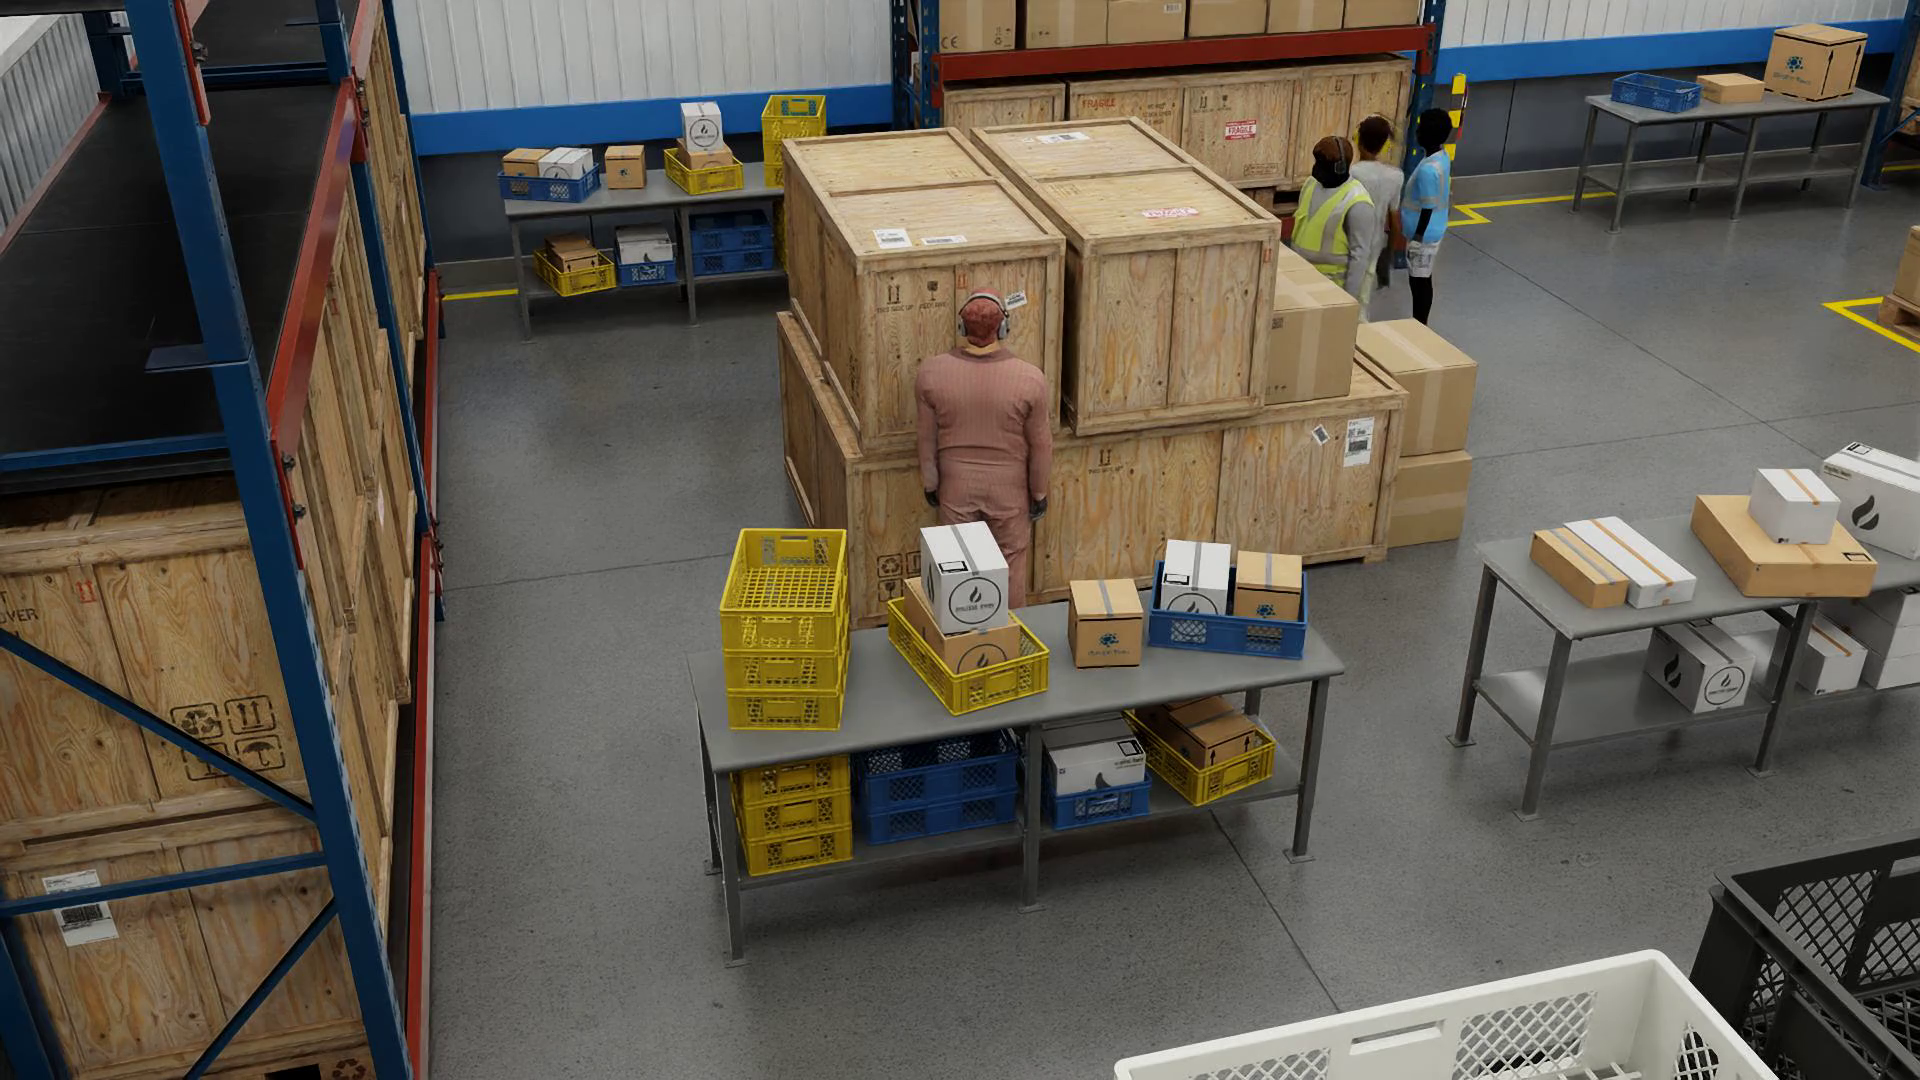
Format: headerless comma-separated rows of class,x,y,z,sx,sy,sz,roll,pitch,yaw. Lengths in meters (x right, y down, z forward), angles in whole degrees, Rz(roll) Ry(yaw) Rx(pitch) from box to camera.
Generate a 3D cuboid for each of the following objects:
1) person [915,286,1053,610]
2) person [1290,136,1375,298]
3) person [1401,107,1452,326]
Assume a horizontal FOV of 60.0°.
person,0.123,-0.285,7.919,0.641,1.913,0.407,6,29,10
person,2.260,-1.612,10.398,0.428,1.842,0.631,-12,31,-21
person,3.188,-2.125,11.476,0.317,1.695,0.540,11,31,19
